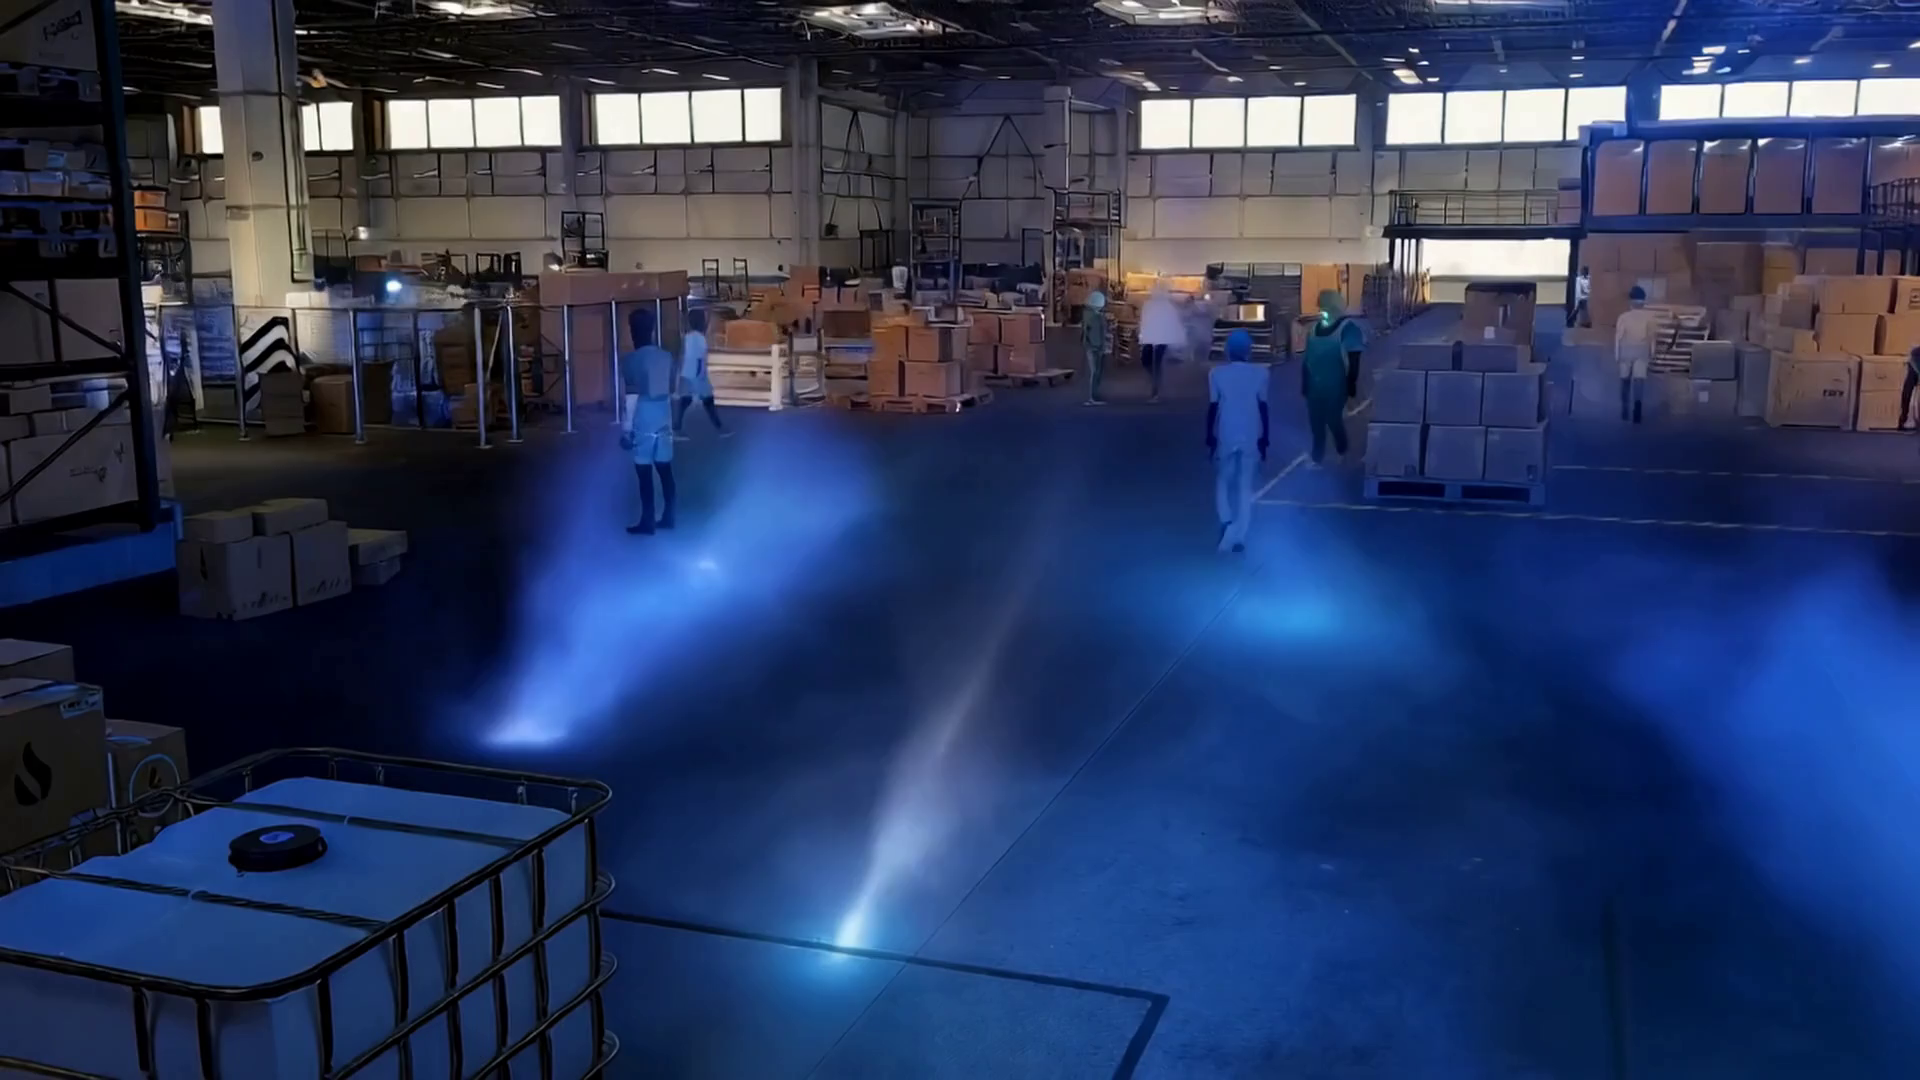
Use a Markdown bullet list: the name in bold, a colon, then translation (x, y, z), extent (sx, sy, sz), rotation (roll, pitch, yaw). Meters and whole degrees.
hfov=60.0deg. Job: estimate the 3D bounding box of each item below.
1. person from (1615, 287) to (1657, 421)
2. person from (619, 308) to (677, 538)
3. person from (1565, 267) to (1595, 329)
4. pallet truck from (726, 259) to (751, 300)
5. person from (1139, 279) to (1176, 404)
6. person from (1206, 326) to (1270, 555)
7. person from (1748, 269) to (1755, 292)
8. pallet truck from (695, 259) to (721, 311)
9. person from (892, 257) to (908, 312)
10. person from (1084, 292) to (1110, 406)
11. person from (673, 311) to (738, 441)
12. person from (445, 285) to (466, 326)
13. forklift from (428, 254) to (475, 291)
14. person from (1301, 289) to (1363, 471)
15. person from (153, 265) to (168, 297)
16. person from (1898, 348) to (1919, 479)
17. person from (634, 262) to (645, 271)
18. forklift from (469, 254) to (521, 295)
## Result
- **person**: translation (9.540, -2.618, 23.530), extent (0.545, 1.920, 0.780), rotation (4, 11, 20)
- **person**: translation (-2.676, -0.998, 14.265), extent (0.369, 1.967, 0.601), rotation (6, 12, 32)
- **person**: translation (18.626, -7.259, 49.916), extent (0.590, 1.842, 0.984), rotation (-7, 12, -33)
- **pallet truck**: translation (-7.986, -9.493, 62.019), extent (0.823, 1.965, 1.885), rotation (3, 11, 17)
- **person**: translation (3.083, -3.126, 26.235), extent (0.636, 1.967, 0.447), rotation (8, 13, 36)
- **person**: translation (2.252, -0.784, 13.391), extent (0.529, 1.856, 0.442), rotation (1, 10, 3)
- **person**: translation (26.105, -8.144, 54.918), extent (0.531, 1.825, 0.973), rotation (-4, 11, -23)
- **pallet truck**: translation (-9.165, -9.627, 62.776), extent (0.823, 1.965, 1.885), rotation (4, 11, 23)
- **person**: translation (-2.240, -9.578, 62.364), extent (0.605, 2.045, 0.387), rotation (3, 11, 18)
- **person**: translation (2.127, -2.980, 25.993), extent (0.309, 1.769, 0.523), rotation (-5, 11, -28)
- **person**: translation (-3.308, -2.096, 21.304), extent (0.861, 1.648, 0.563), rotation (-6, 12, -30)
- **person**: translation (-9.507, -3.921, 31.323), extent (0.448, 1.757, 0.539), rotation (5, 11, 24)
- **forklift**: translation (-20.133, -10.254, 65.465), extent (1.157, 1.987, 2.680), rotation (3, 11, 19)
- **person**: translation (4.063, -1.770, 18.405), extent (0.538, 2.000, 0.711), rotation (-10, 14, -44)
- **person**: translation (-27.733, -8.643, 57.830), extent (0.590, 1.781, 0.930), rotation (5, 11, 25)
- **person**: translation (9.086, -1.156, 15.440), extent (0.587, 1.873, 0.985), rotation (3, 11, 17)
- **person**: translation (-12.130, -9.598, 62.970), extent (0.664, 1.870, 0.744), rotation (7, 12, 34)
- **forklift**: translation (-17.990, -10.121, 64.684), extent (1.157, 1.987, 2.680), rotation (3, 11, 17)
